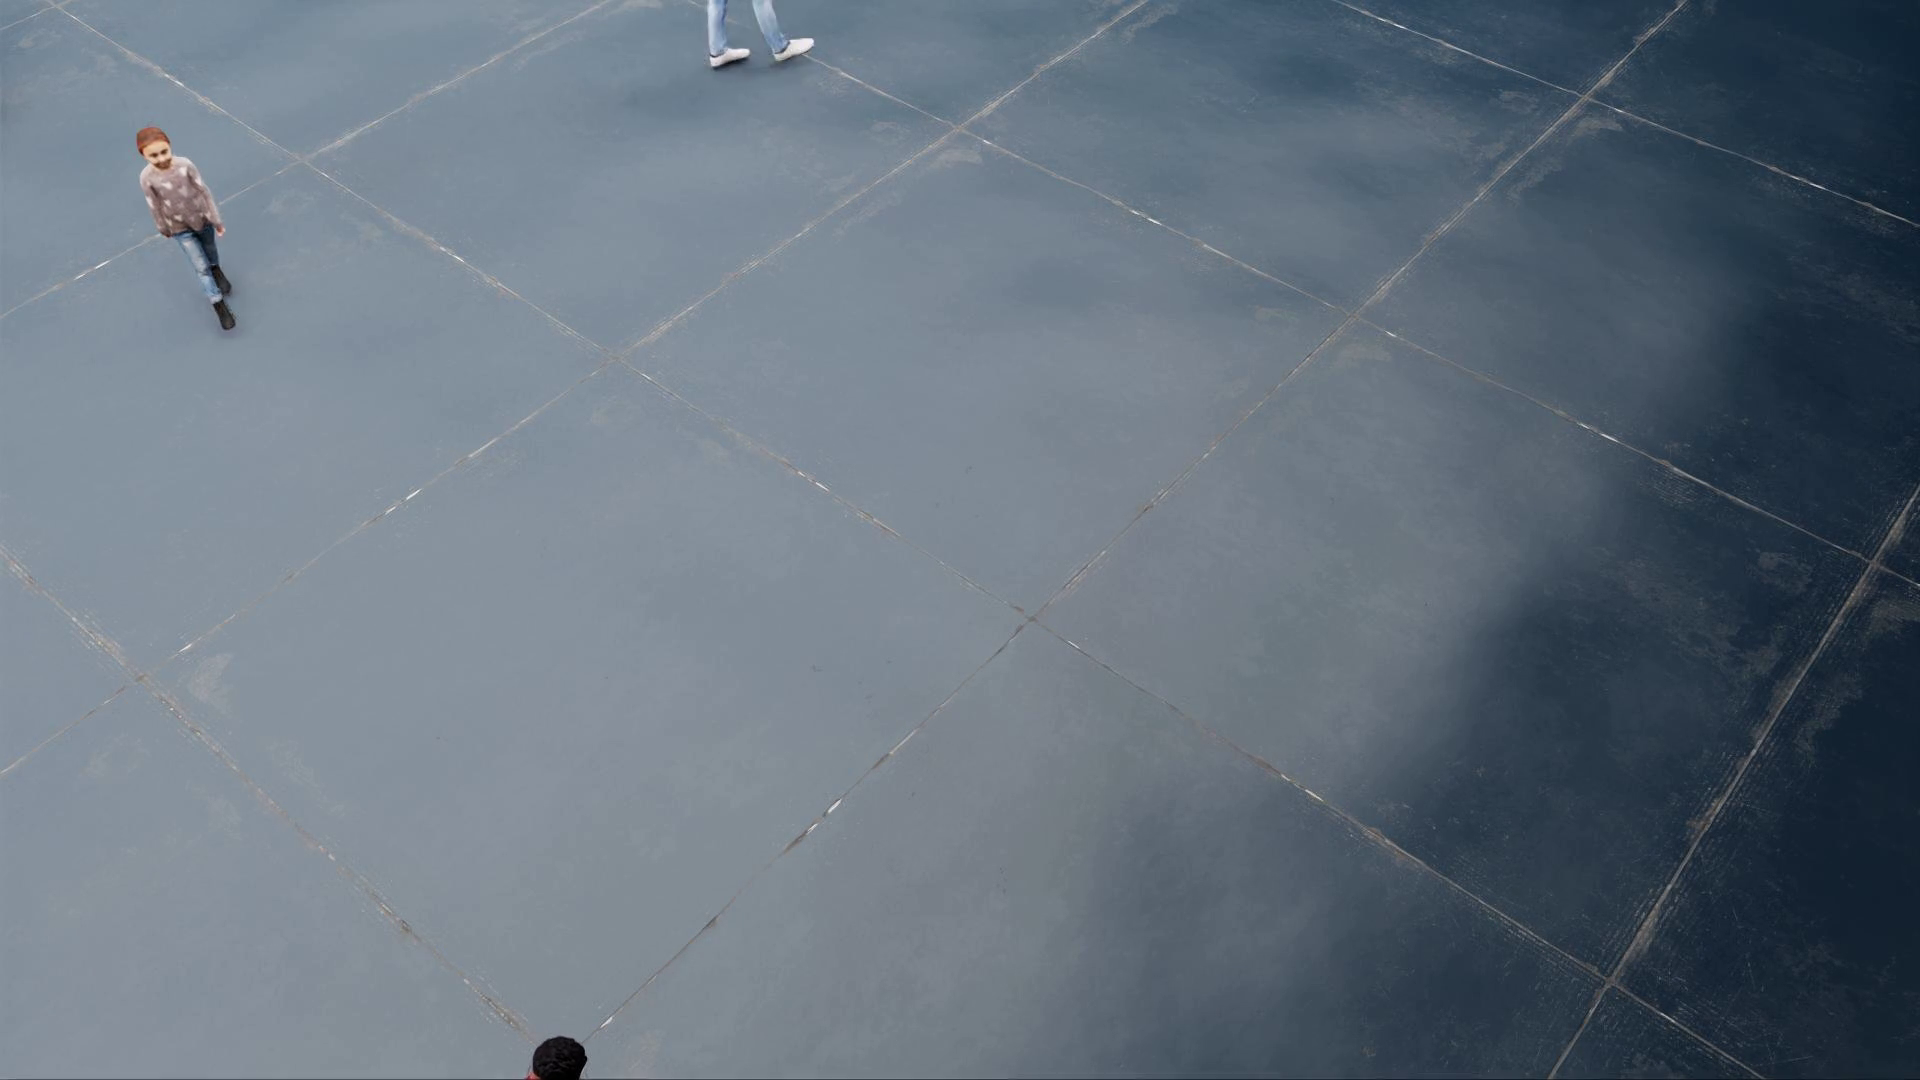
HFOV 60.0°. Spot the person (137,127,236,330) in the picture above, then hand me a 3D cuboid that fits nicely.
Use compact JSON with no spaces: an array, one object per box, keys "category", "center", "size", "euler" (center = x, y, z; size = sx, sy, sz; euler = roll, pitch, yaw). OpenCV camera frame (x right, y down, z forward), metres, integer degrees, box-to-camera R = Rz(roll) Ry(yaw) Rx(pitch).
[{"category":"person","center":[-4.317,-1.810,9.323],"size":[0.792,1.171,0.684],"euler":[-24,52,-21]}]

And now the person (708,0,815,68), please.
[{"category":"person","center":[-1.583,-3.906,10.810],"size":[1.056,1.832,0.909],"euler":[-20,50,-17]}]
